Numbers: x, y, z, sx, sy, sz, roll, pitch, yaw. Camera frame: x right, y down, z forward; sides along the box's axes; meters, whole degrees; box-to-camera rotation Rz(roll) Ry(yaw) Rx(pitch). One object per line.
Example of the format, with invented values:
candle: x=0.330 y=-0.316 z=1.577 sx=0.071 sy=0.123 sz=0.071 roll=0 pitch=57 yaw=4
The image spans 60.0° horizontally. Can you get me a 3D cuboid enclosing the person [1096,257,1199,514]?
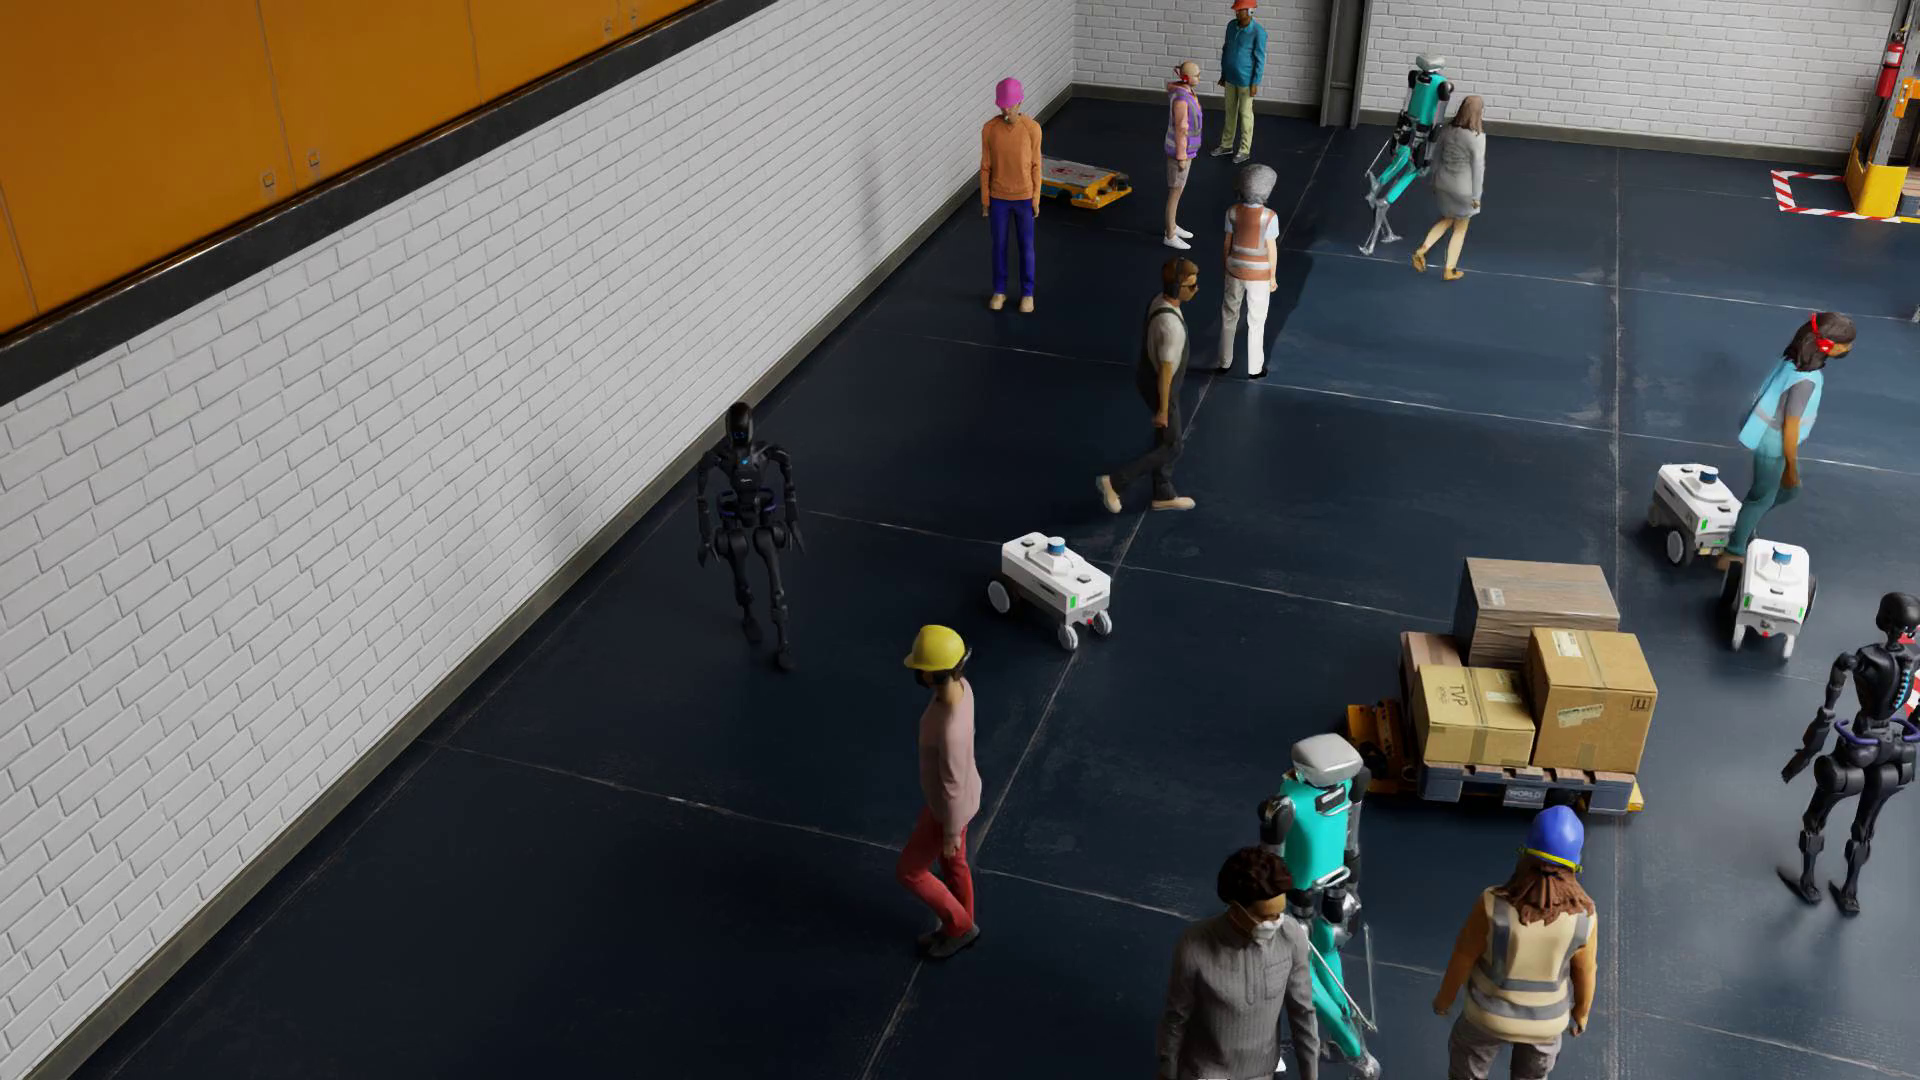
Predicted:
person: x=1.248 y=-0.957 z=10.721 sx=0.619 sy=1.825 sz=0.511 roll=-4 pitch=31 yaw=-6

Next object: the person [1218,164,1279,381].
person: x=2.206 y=-2.036 z=12.686 sx=0.445 sy=1.686 sz=0.315 roll=16 pitch=34 yaw=25

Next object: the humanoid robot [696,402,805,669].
humanoid robot: x=-1.180 y=-0.054 z=9.351 sx=0.616 sy=1.626 sz=0.644 roll=-7 pitch=31 yaw=-11

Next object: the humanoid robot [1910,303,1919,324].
humanoid robot: x=8.157 y=-2.502 z=13.470 sx=0.659 sy=1.835 sz=0.540 roll=-25 pitch=39 yaw=-36

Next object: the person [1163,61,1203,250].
person: x=2.027 y=-3.527 z=15.218 sx=0.349 sy=1.693 sz=0.492 roll=6 pitch=31 yaw=10

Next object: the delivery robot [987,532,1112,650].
delivery robot: x=0.557 y=0.255 z=9.911 sx=0.499 sy=0.595 sz=0.792 roll=-21 pitch=36 yaw=-32

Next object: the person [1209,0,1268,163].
person: x=2.920 y=-4.852 z=17.413 sx=0.326 sy=1.752 sz=0.560 roll=-20 pitch=36 yaw=-31

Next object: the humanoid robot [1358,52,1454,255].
humanoid robot: x=3.922 y=-3.442 z=15.100 sx=0.878 sy=1.849 sz=0.530 roll=-13 pitch=33 yaw=-21

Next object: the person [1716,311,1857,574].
person: x=4.944 y=-0.563 z=10.034 sx=0.466 sy=1.841 sz=0.574 roll=14 pitch=33 yaw=23

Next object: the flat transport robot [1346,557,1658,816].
flat transport robot: x=2.788 y=1.105 z=8.746 sx=1.431 sy=0.231 sz=0.659 roll=4 pitch=31 yaw=6

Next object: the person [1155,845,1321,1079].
person: x=0.988 y=1.876 z=5.837 sx=0.550 sy=1.883 sz=0.612 roll=-8 pitch=31 yaw=-14

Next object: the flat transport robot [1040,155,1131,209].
flat transport robot: x=0.954 y=-3.638 z=16.815 sx=1.431 sy=0.231 sz=0.659 roll=20 pitch=36 yaw=30

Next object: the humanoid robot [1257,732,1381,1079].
humanoid robot: x=1.508 y=1.649 z=6.398 sx=0.531 sy=1.791 sz=0.943 roll=-20 pitch=36 yaw=-31

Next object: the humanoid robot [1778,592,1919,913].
humanoid robot: x=4.115 y=0.979 z=7.573 sx=0.601 sy=1.649 sz=0.354 roll=-3 pitch=31 yaw=-6

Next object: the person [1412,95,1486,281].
person: x=4.276 y=-3.025 z=14.405 sx=0.488 sy=1.645 sz=0.514 roll=-20 pitch=36 yaw=-30

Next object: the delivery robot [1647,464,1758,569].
delivery robot: x=4.741 y=-0.192 z=10.661 sx=0.499 sy=0.586 sz=0.765 roll=-2 pitch=31 yaw=-3

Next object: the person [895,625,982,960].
person: x=-0.093 y=1.130 z=7.238 sx=0.391 sy=1.753 sz=0.531 roll=2 pitch=30 yaw=3

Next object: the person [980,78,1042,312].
person: x=0.417 y=-2.860 z=13.819 sx=0.518 sy=1.972 sz=0.403 roll=5 pitch=31 yaw=8

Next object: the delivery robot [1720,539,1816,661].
delivery robot: x=4.802 y=0.306 z=9.843 sx=0.499 sy=0.614 sz=0.802 roll=13 pitch=33 yaw=21

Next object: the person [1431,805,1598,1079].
person: x=2.053 y=1.736 z=6.198 sx=0.555 sy=1.763 sz=0.373 roll=3 pitch=31 yaw=5
